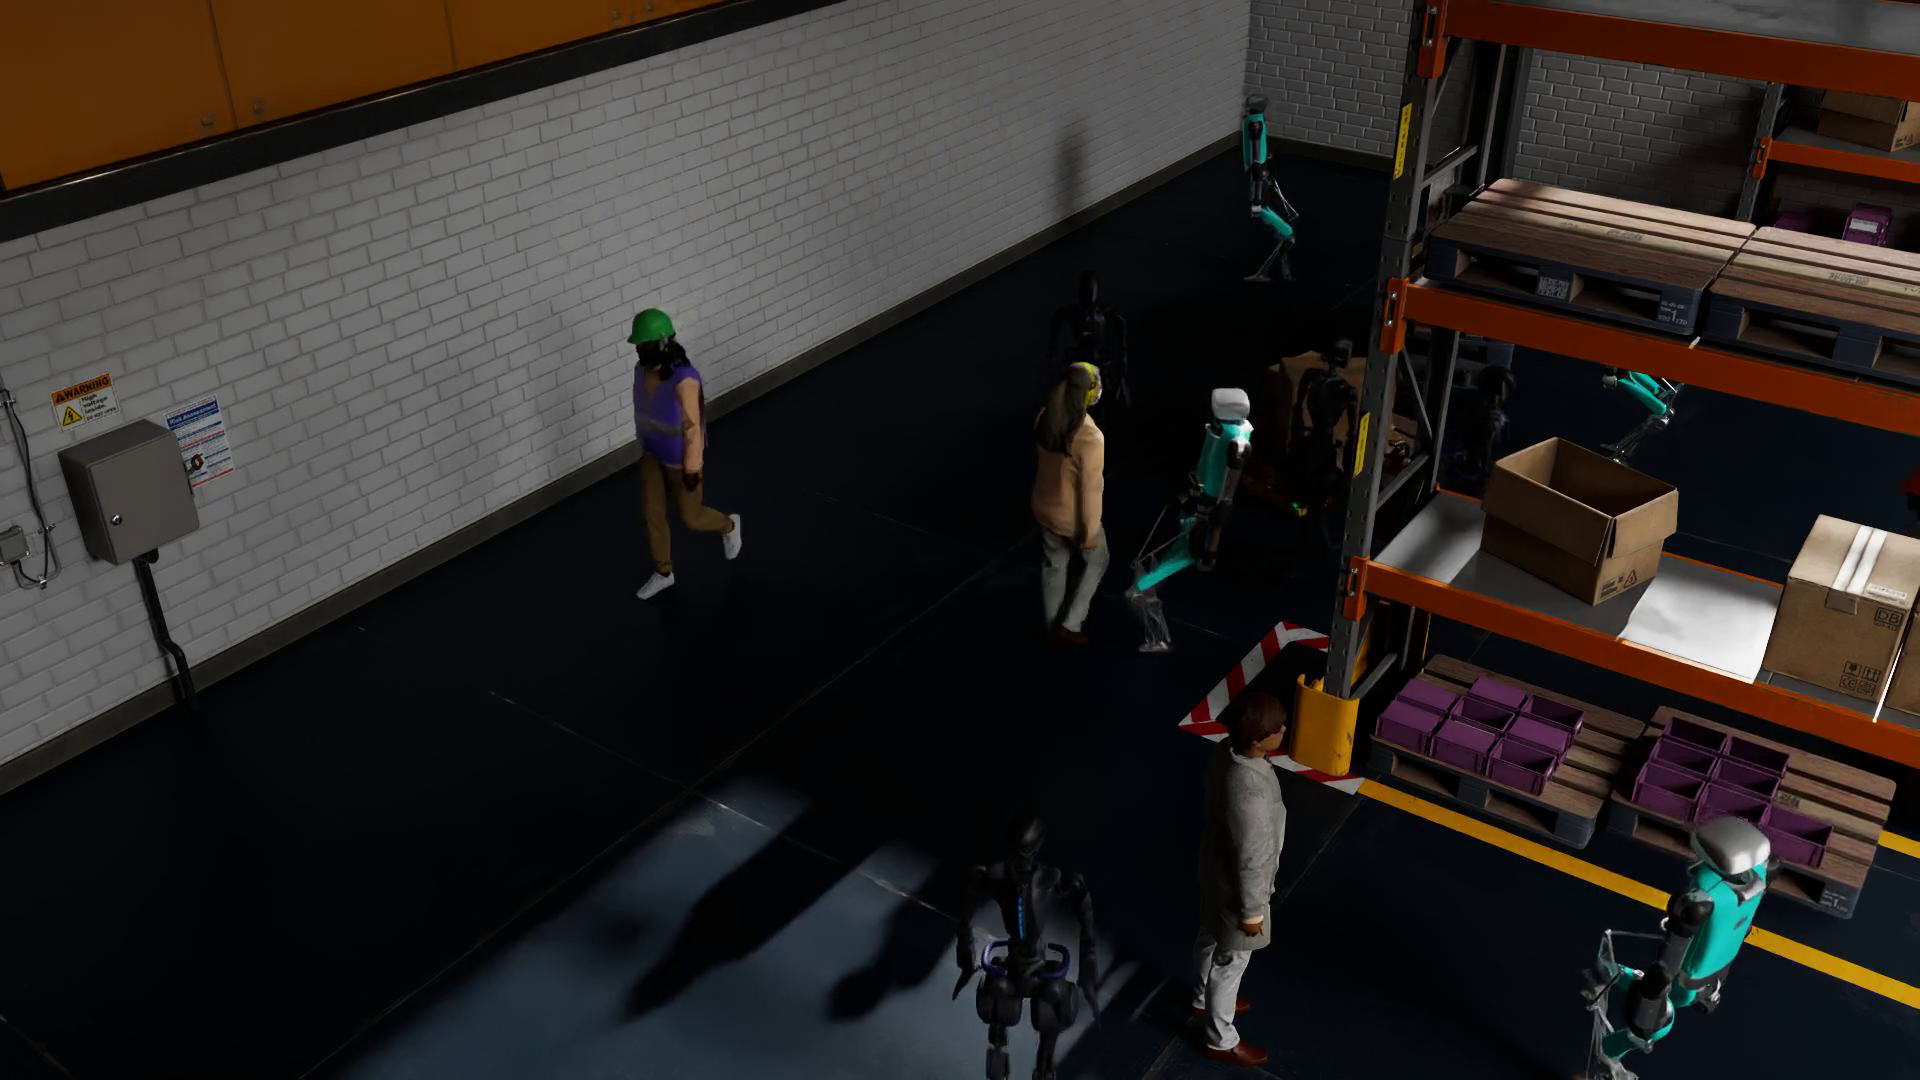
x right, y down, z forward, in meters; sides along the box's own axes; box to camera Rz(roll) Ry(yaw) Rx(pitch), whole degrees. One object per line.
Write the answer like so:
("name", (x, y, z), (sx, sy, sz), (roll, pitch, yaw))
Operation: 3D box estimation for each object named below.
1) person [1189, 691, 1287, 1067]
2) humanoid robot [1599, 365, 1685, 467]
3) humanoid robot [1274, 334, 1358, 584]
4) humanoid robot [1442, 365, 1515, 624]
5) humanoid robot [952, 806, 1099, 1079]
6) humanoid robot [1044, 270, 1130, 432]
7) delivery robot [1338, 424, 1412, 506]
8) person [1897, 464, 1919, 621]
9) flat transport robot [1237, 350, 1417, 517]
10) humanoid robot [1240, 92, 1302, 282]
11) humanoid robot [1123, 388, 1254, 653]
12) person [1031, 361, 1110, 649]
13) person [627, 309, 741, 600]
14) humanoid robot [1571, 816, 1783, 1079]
("person", (1.181, 1.422, 7.008), (0.366, 1.836, 0.503), (-2, 30, -3))
("humanoid robot", (4.820, -1.275, 11.654), (0.735, 1.671, 0.533), (19, 35, 29))
("humanoid robot", (2.317, -0.526, 10.559), (0.677, 1.626, 0.608), (-17, 34, -27))
("humanoid robot", (3.134, -0.313, 10.173), (0.310, 1.650, 0.601), (6, 31, 11))
("humanoid robot", (0.255, 1.766, 6.570), (0.600, 1.651, 0.390), (4, 30, 7))
("humanoid robot", (0.893, -1.127, 11.612), (0.608, 1.628, 0.599), (2, 30, 4))
("delivery robot", (2.870, -0.594, 11.802), (0.784, 0.613, 0.520), (-14, 33, -22))
("person", (5.021, 0.357, 8.948), (0.409, 1.732, 0.565), (21, 36, 31))
("flat transport robot", (2.672, -0.567, 12.024), (1.431, 0.231, 0.659), (-23, 37, -34))
("humanoid robot", (2.879, -3.076, 15.016), (0.808, 1.884, 0.544), (3, 30, 5))
("humanoid robot", (1.227, -0.012, 9.651), (0.827, 1.818, 0.545), (-4, 30, -6))
("person", (0.667, -0.182, 9.773), (0.467, 1.856, 0.544), (-25, 38, -37))
("person", (-1.762, -0.570, 10.391), (0.537, 1.900, 0.731), (19, 35, 29))
("humanoid robot", (2.719, 1.726, 6.550), (0.557, 1.734, 0.965), (-18, 34, -28))
